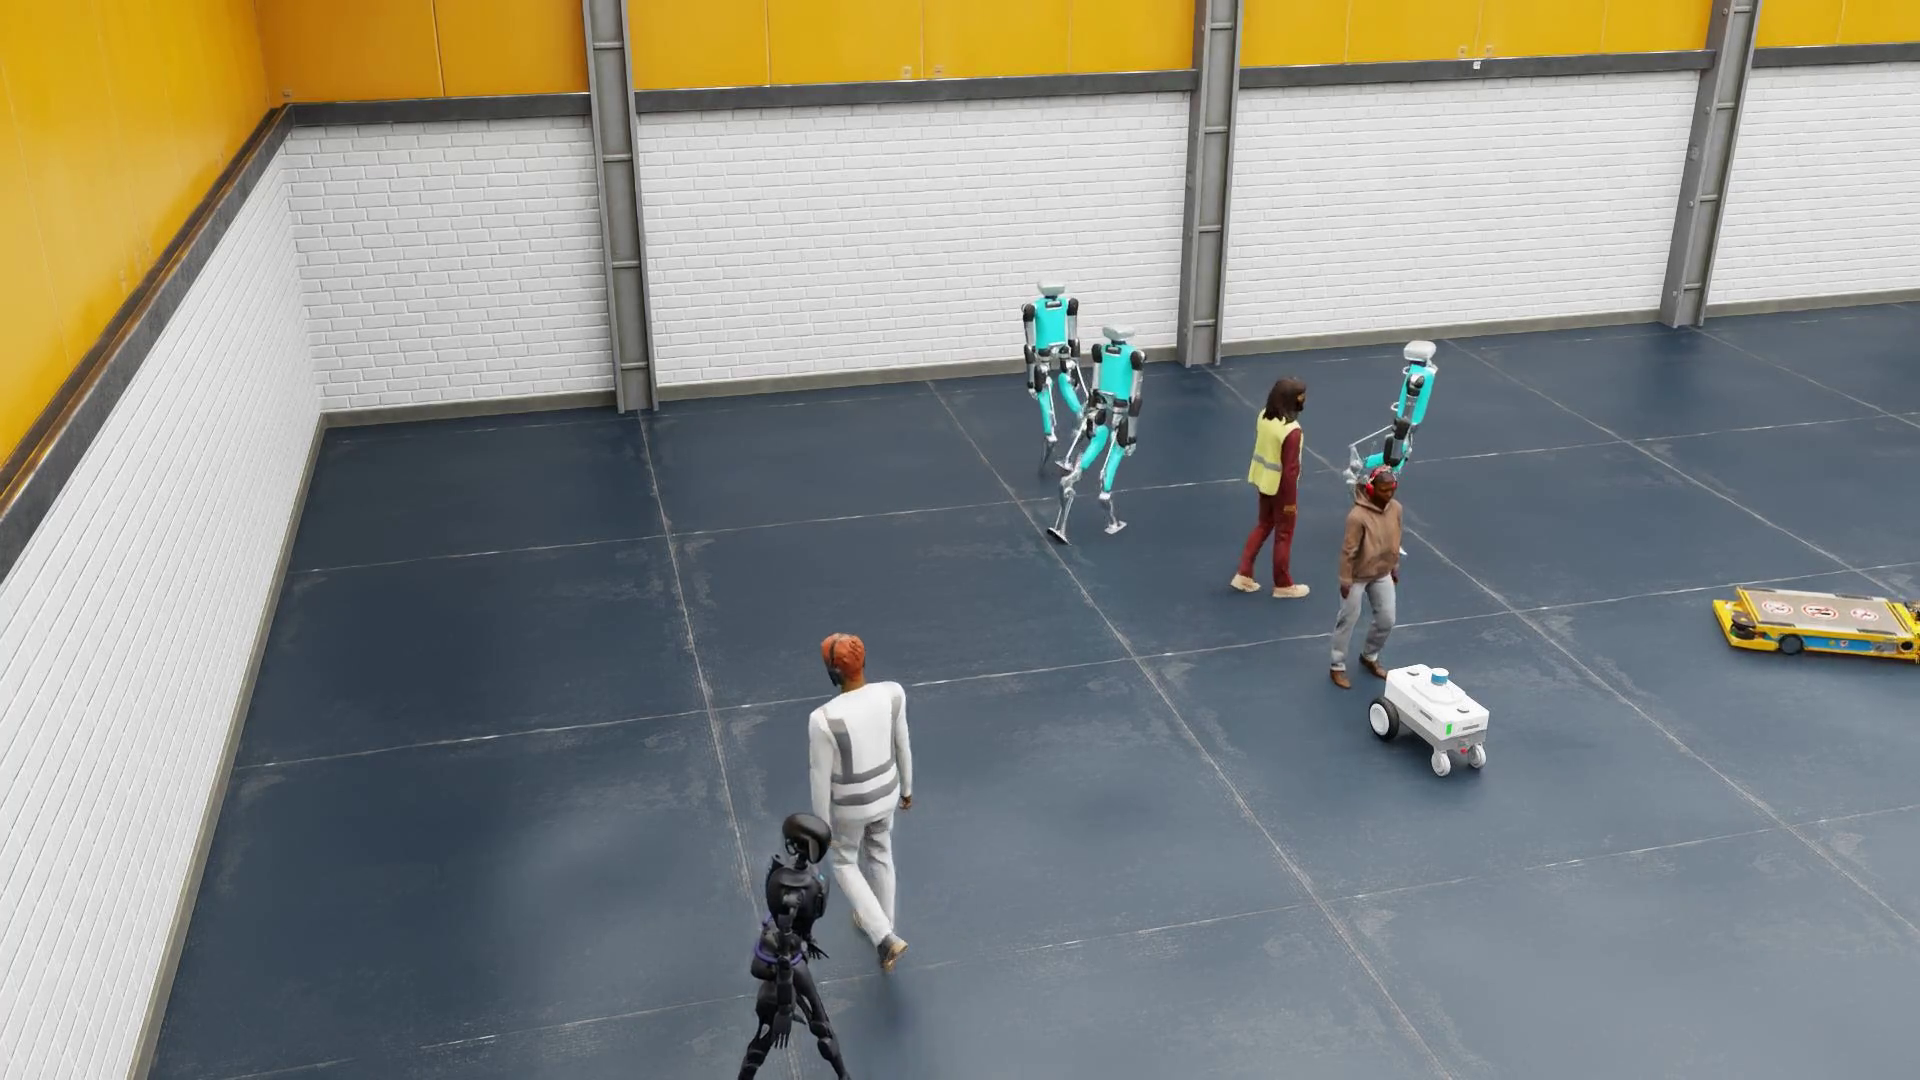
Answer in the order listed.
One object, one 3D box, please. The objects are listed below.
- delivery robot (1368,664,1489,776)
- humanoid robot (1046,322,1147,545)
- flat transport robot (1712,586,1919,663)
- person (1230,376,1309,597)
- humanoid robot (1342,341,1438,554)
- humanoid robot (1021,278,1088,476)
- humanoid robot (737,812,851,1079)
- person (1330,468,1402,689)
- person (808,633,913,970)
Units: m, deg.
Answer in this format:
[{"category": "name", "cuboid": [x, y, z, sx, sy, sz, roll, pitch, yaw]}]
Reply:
[{"category": "delivery robot", "cuboid": [2.990, 1.092, 10.549, 0.499, 0.614, 0.791, -9, 25, -19]}, {"category": "humanoid robot", "cuboid": [1.027, -0.802, 13.413, 0.963, 1.782, 0.572, -20, 31, -38]}, {"category": "flat transport robot", "cuboid": [6.249, 0.615, 11.964, 1.431, 0.231, 0.659, 5, 24, 10]}, {"category": "person", "cuboid": [2.370, -0.380, 12.388, 0.538, 1.773, 0.490, -9, 25, -19]}, {"category": "humanoid robot", "cuboid": [3.329, -0.735, 13.242, 0.793, 1.800, 0.540, 11, 26, 23]}, {"category": "humanoid robot", "cuboid": [0.896, -1.329, 14.622, 0.539, 1.830, 0.784, -9, 25, -20]}, {"category": "humanoid robot", "cuboid": [-0.754, 1.888, 7.382, 0.779, 1.610, 0.610, 2, 24, 5]}, {"category": "person", "cuboid": [2.727, 0.245, 11.116, 0.486, 1.626, 0.381, -10, 26, -22]}, {"category": "person", "cuboid": [-0.446, 1.339, 8.339, 0.608, 1.865, 0.576, -16, 28, -32]}]
